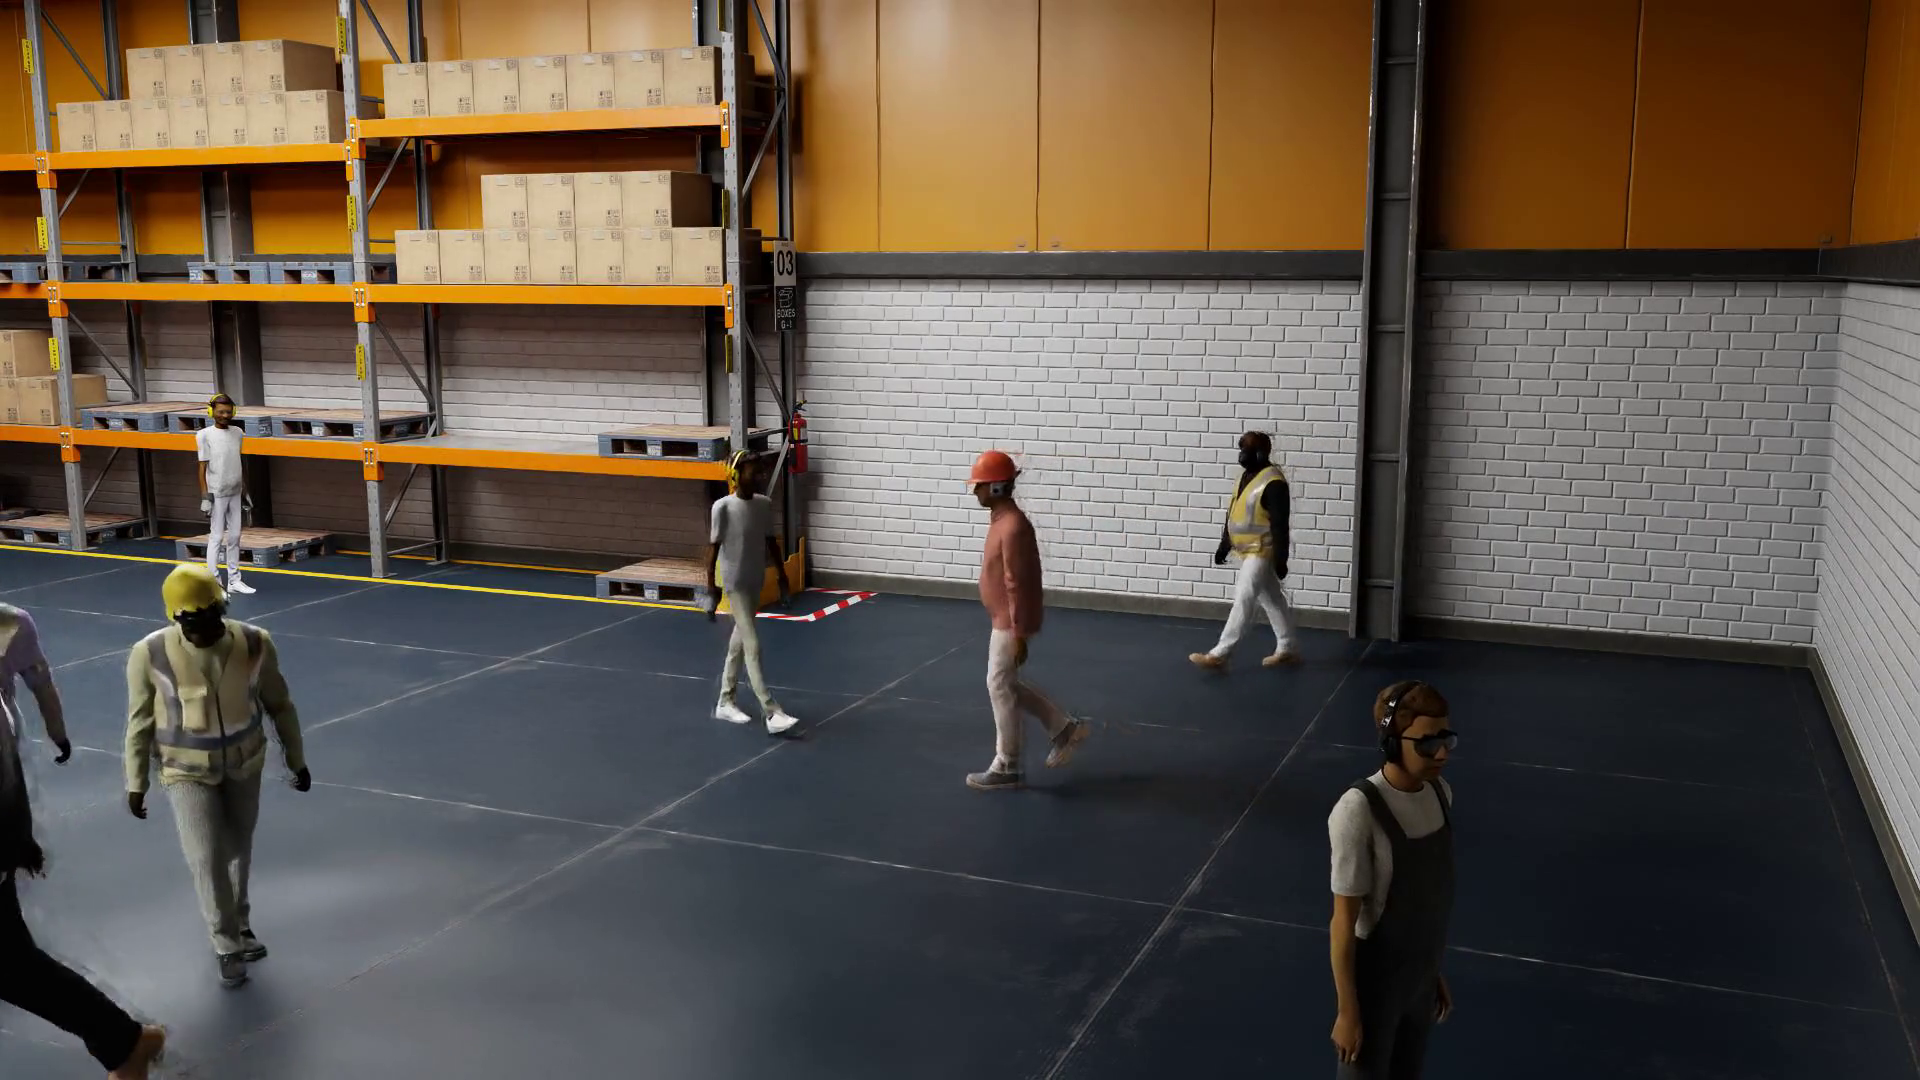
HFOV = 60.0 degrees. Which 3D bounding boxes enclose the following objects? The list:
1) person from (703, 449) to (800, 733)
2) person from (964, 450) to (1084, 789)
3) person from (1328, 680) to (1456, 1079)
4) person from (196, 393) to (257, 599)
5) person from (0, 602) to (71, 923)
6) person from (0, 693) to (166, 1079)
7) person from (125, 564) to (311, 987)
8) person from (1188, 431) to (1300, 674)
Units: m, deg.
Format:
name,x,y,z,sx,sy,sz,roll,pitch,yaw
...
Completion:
name,x,y,z,sx,sy,sz,roll,pitch,yaw
person,-1.296,0.335,10.739,0.915,1.829,0.559,7,12,37
person,0.349,0.458,9.573,0.644,1.971,0.651,-1,9,-3
person,1.255,1.301,4.846,0.513,1.844,0.328,-8,13,-41
person,-6.666,-0.402,15.116,0.322,1.863,0.528,4,10,24
person,-4.277,0.892,7.223,0.677,1.884,0.796,-3,10,-18
person,-3.381,1.046,5.804,0.989,2.000,0.710,-4,10,-21
person,-3.102,0.970,7.015,0.700,1.785,0.649,-8,12,-40
person,2.151,0.090,12.333,0.963,1.794,0.622,-2,10,-11
